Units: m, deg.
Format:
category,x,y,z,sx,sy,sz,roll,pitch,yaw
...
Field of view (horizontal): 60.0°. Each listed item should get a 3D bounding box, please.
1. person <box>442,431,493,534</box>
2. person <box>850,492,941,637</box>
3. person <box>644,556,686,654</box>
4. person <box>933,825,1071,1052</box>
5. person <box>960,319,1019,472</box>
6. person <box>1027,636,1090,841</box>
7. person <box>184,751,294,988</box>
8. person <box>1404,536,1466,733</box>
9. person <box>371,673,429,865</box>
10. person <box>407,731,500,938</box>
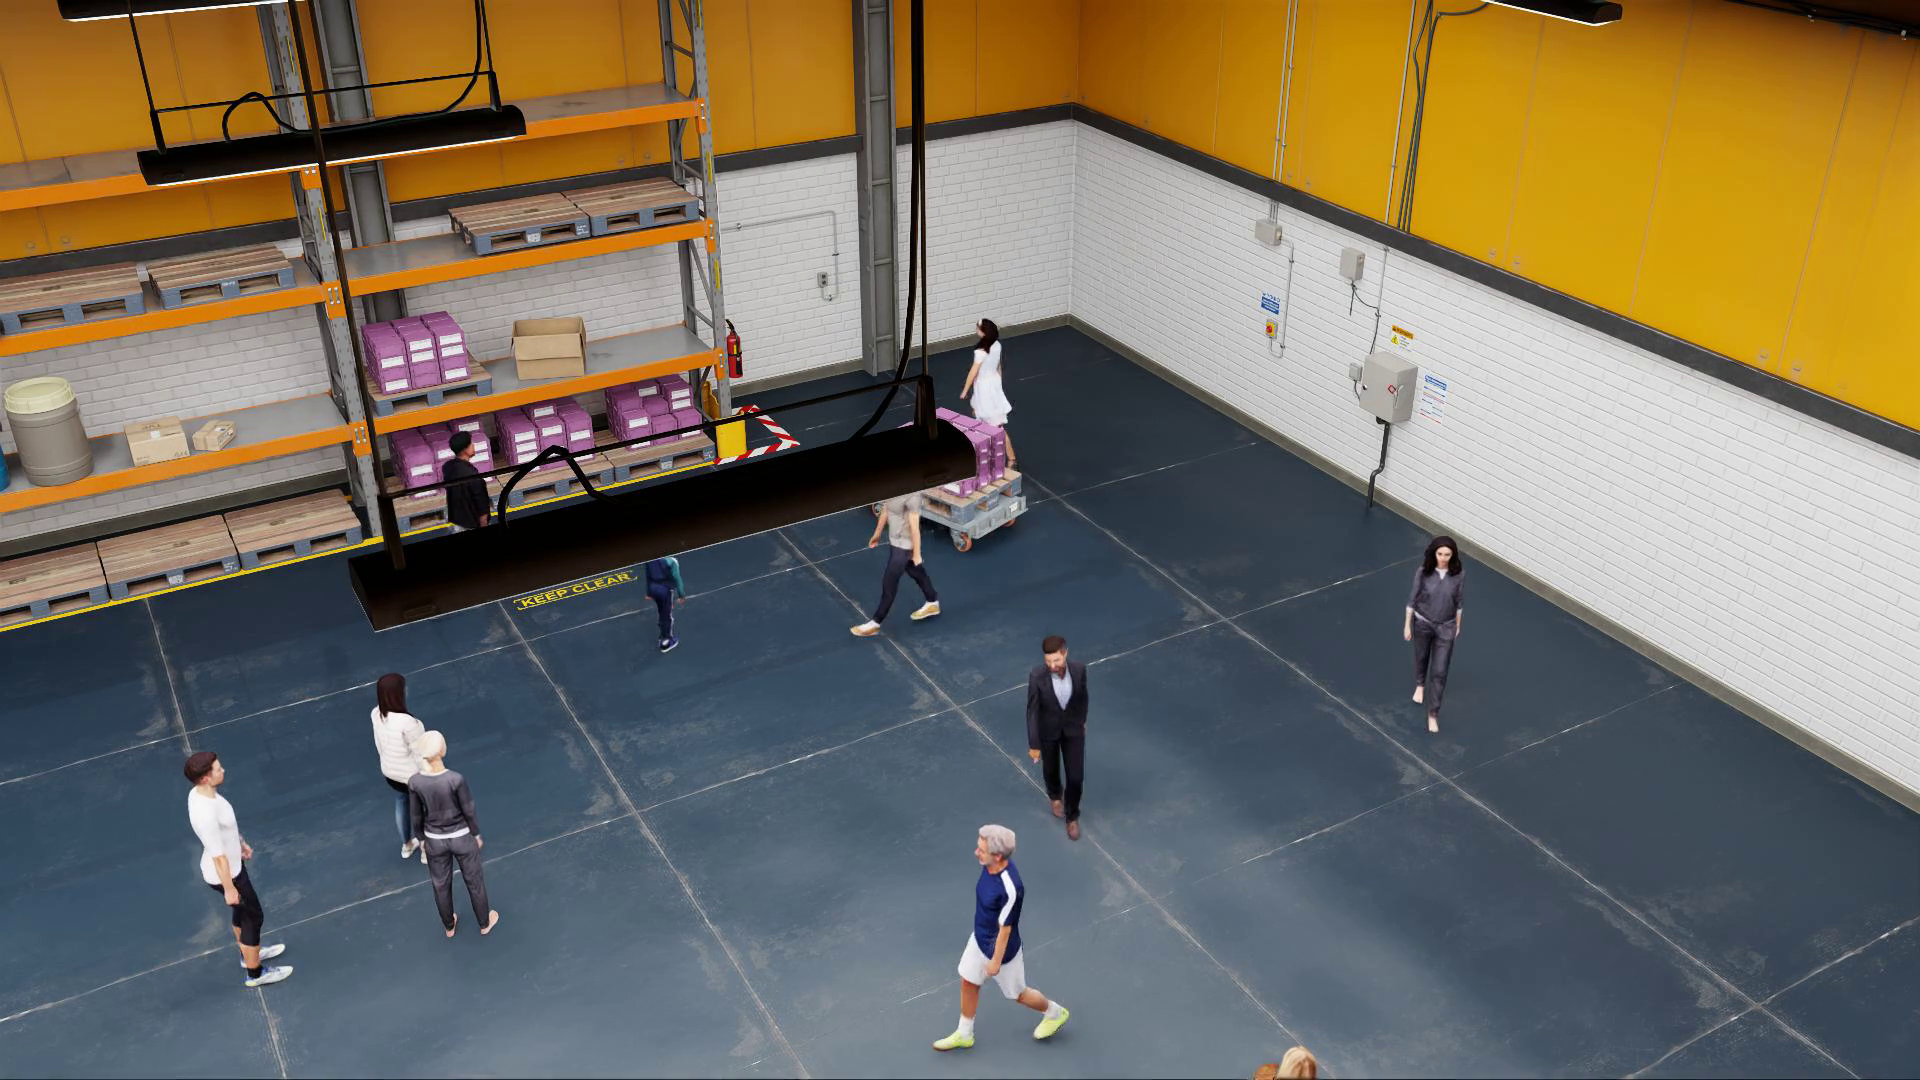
category,x,y,z,sx,sy,sz,roll,pitch,yaw
person,-4.760,-0.172,15.934,0.937,1.794,1.111,20,34,32
person,-0.457,0.015,15.543,1.216,1.839,0.738,-12,31,-20
person,-2.775,0.481,15.308,0.614,1.246,0.657,13,31,23
person,0.322,2.612,10.817,1.173,1.807,0.719,-12,31,-20
person,0.388,-1.539,18.493,1.115,1.743,1.228,17,33,28
person,0.785,1.446,12.948,0.916,1.813,0.918,-8,30,-14
person,-5.091,2.258,11.425,0.628,1.845,0.722,-13,31,-22
person,4.100,0.700,14.403,1.044,1.730,1.102,7,29,13
person,-4.206,1.729,12.613,0.704,1.636,0.718,14,32,24
person,-3.637,2.100,11.839,0.615,1.727,0.742,-1,29,-2
